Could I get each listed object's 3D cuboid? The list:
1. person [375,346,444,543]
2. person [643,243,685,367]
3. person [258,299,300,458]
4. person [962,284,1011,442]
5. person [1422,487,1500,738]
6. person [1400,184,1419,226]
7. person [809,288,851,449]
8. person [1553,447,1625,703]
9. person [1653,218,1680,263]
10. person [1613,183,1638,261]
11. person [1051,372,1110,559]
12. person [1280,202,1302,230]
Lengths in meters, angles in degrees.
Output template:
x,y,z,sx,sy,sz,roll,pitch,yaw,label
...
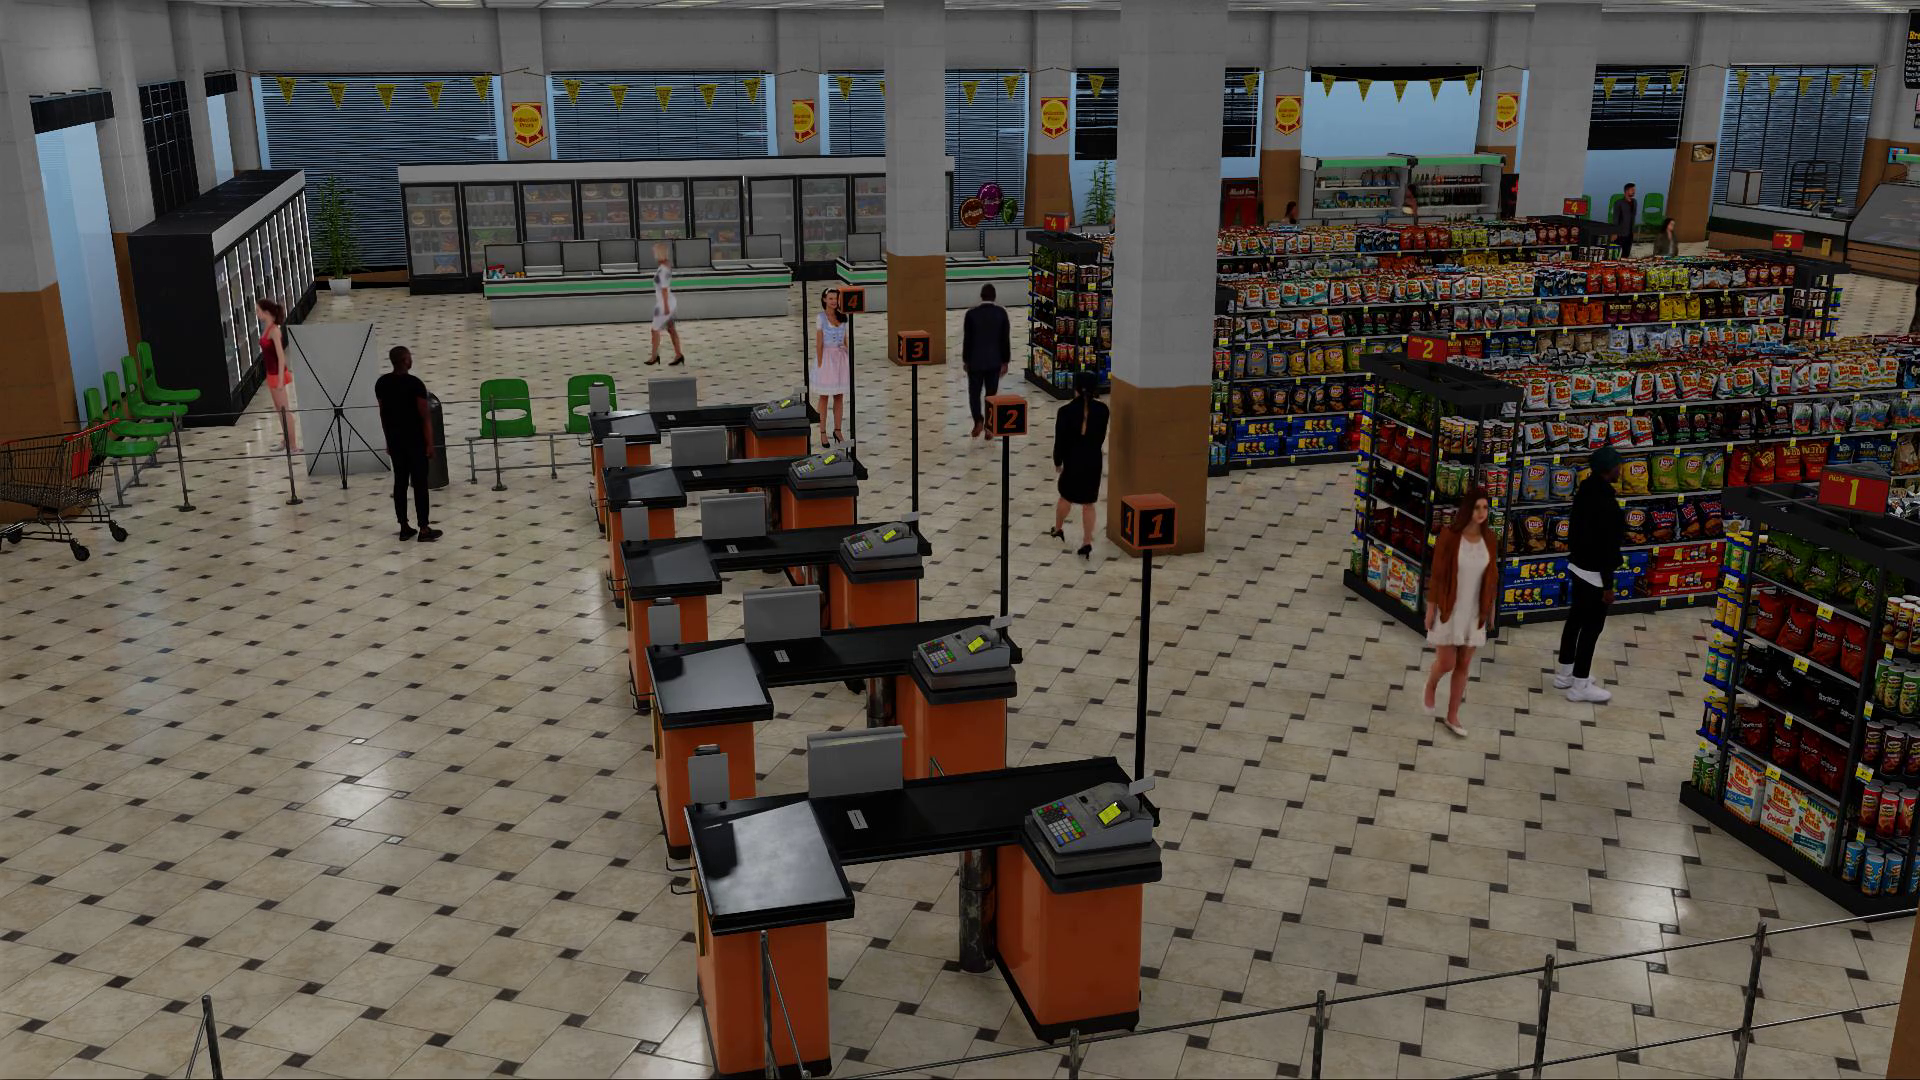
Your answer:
x,y,z,sx,sy,sz,roll,pitch,yaw,label
-5.106,-0.892,15.368,0.687,1.819,0.807,5,18,15,person
-4.064,-3.246,23.490,0.753,1.603,0.692,-1,17,-3,person
-7.614,-1.826,18.563,0.600,1.749,0.618,-9,19,-27,person
0.293,-2.012,19.073,0.692,1.808,0.840,0,17,0,person
3.312,0.445,11.143,0.691,1.714,0.734,-2,17,-7,person
8.903,-6.074,32.625,1.209,1.707,0.684,-2,17,-6,person
-1.456,-1.967,18.908,0.780,1.818,0.864,-12,20,-33,person
4.430,0.226,11.687,0.642,1.818,0.702,-1,17,-5,person
12.317,-4.887,29.190,0.966,1.431,0.758,-8,18,-24,person
12.581,-5.818,31.501,0.584,1.871,0.791,-8,19,-24,person
1.121,-0.629,14.831,0.910,1.627,0.783,-5,18,-17,person
5.613,-4.962,28.851,0.994,1.772,0.924,-15,23,-41,person
